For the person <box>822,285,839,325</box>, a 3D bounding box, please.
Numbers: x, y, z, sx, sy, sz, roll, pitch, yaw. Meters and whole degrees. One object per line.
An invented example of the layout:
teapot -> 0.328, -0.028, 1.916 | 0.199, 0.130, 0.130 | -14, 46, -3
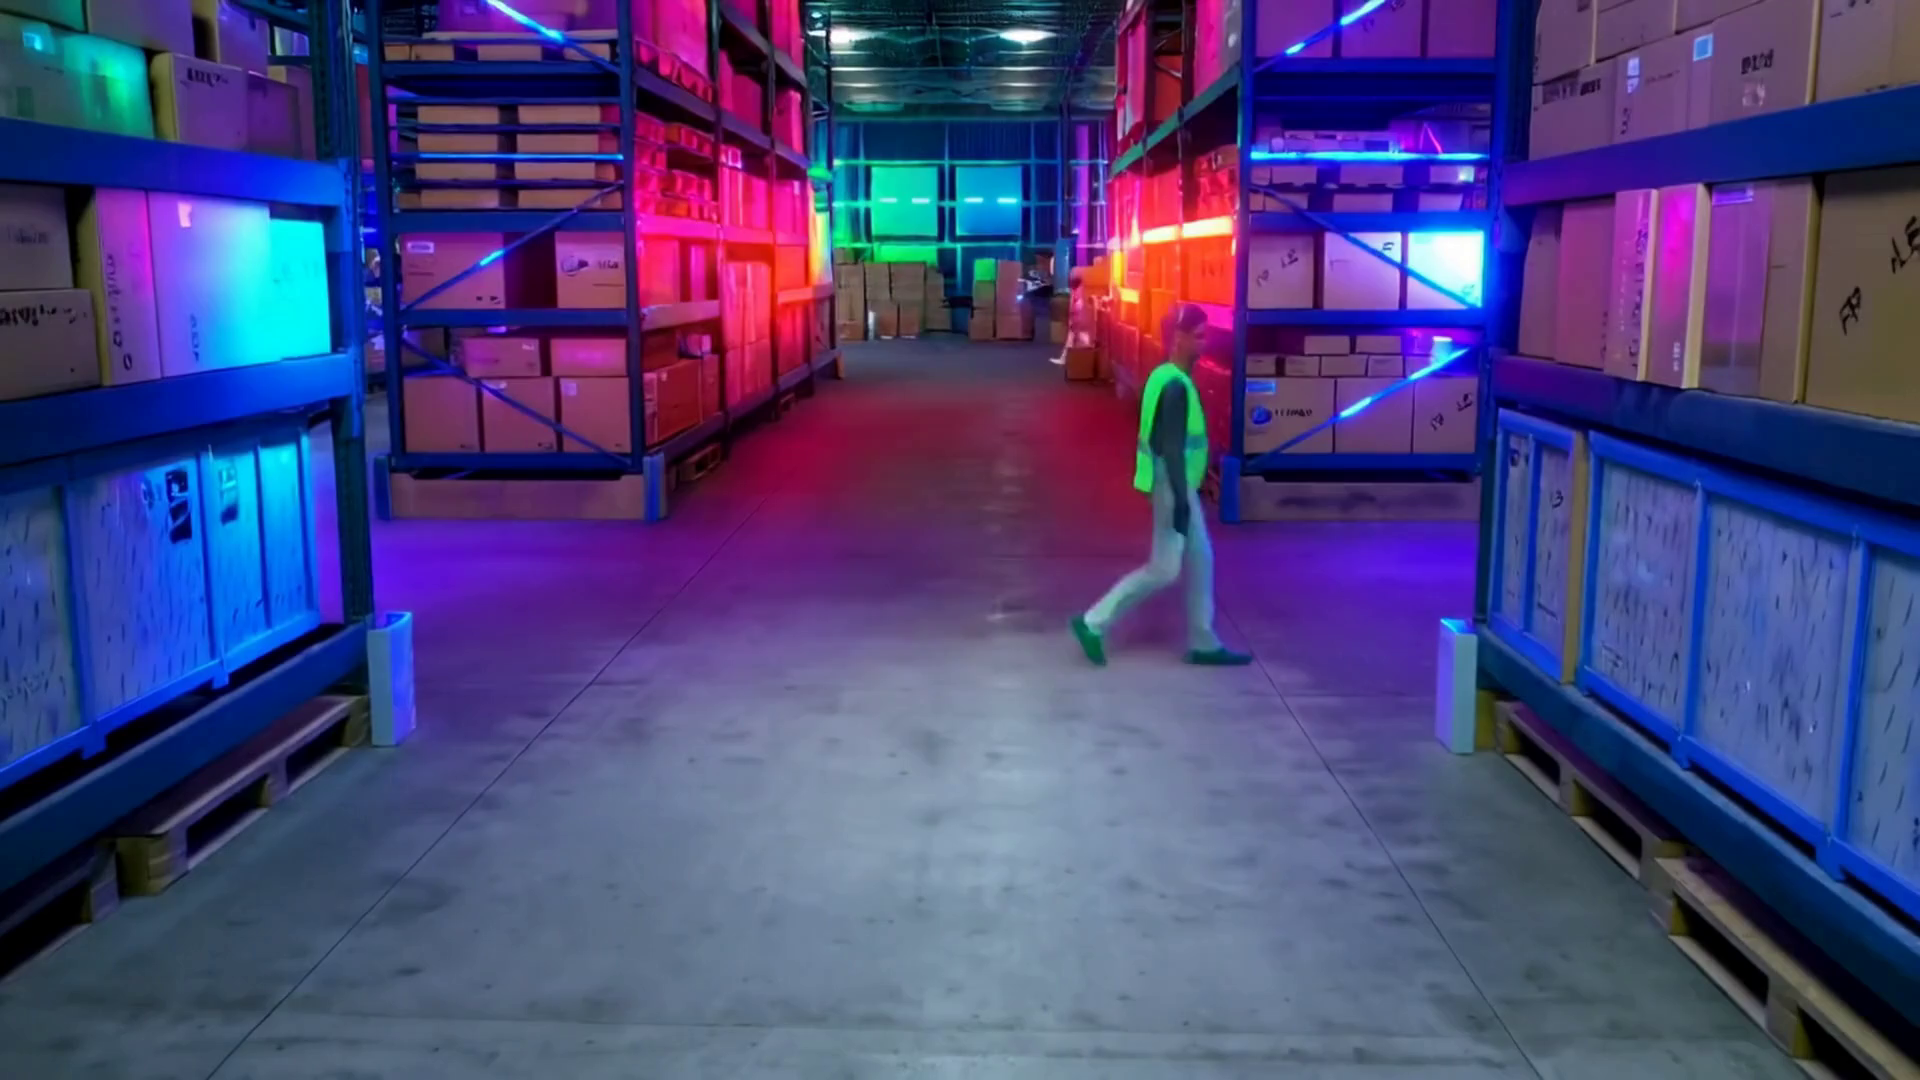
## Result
person -> -2.794, -4.485, 33.378 | 0.629, 1.886, 0.990 | 5, 11, 28

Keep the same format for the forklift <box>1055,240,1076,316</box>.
forklift -> 3.800, -9.398, 59.853 | 1.873, 2.768, 1.129 | 6, 11, 32

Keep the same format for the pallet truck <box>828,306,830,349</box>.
pallet truck -> -3.100, -3.940, 29.800 | 1.885, 1.965, 0.823 | 3, 10, 19

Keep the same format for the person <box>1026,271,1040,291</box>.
person -> 2.836, -9.600, 64.604 | 0.535, 1.697, 0.318 | -2, 10, -10

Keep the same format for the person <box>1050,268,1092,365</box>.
person -> 2.225, -4.357, 32.589 | 0.952, 1.889, 0.562 | 0, 9, 1

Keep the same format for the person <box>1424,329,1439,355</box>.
person -> 9.427, -4.497, 33.221 | 0.465, 1.982, 0.644 | -1, 10, -7

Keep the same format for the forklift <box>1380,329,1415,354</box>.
forklift -> 6.569, -3.842, 26.577 | 1.129, 2.768, 1.873 | 0, 9, 1

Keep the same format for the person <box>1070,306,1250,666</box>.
person -> 1.004, -0.248, 8.237 | 0.847, 1.817, 0.576 | 1, 10, 5
